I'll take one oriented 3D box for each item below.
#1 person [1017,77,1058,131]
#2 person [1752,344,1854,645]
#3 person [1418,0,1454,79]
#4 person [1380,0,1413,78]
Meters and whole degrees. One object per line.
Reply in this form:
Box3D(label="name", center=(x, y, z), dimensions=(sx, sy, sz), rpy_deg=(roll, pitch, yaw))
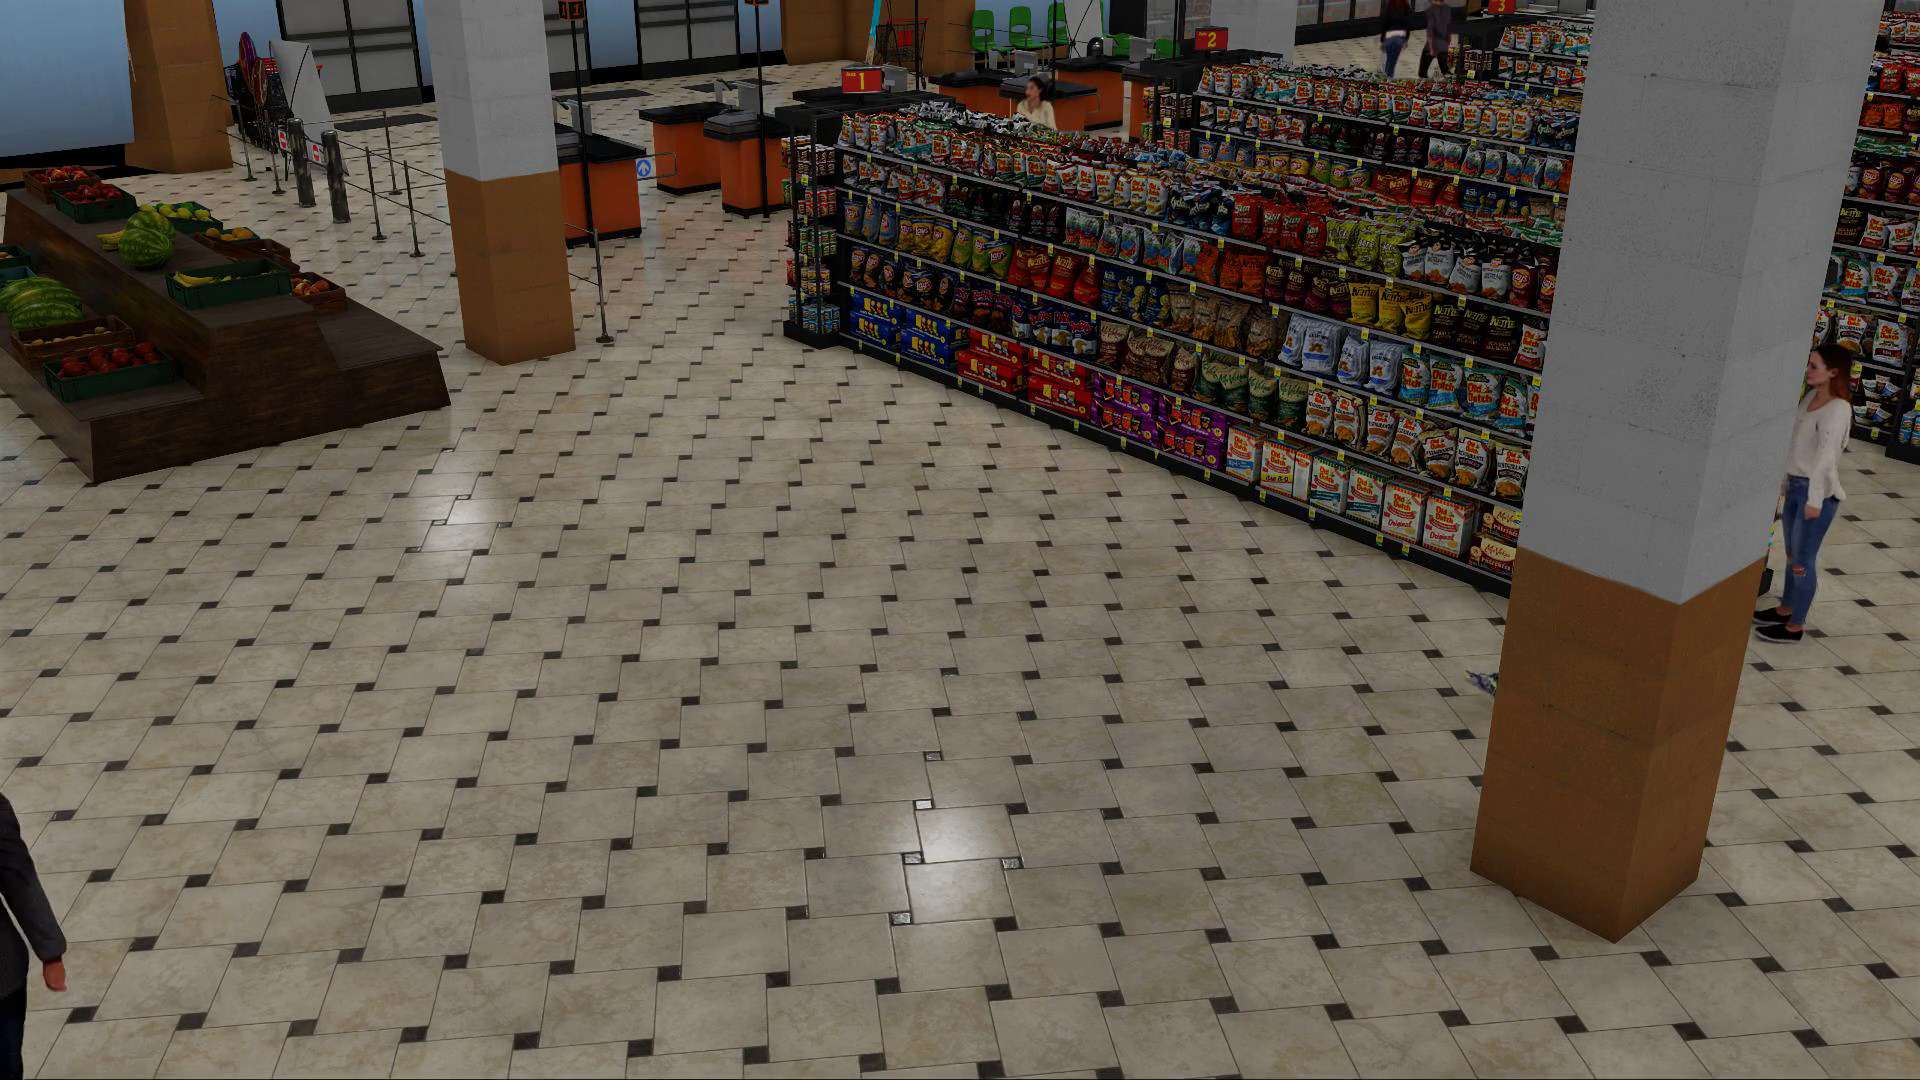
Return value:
Box3D(label="person", center=(0.883, -4.357, 18.623), dimensions=(1.068, 1.605, 0.900), rpy_deg=(15, 28, 31))
Box3D(label="person", center=(4.675, -0.254, 9.133), dimensions=(0.774, 1.695, 0.719), rpy_deg=(4, 24, 9))
Box3D(label="person", center=(7.510, -7.649, 25.923), dimensions=(0.889, 1.784, 1.311), rpy_deg=(-11, 26, -24))
Box3D(label="person", center=(6.913, -7.874, 26.502), dimensions=(1.182, 1.732, 0.967), rpy_deg=(12, 26, 25))
